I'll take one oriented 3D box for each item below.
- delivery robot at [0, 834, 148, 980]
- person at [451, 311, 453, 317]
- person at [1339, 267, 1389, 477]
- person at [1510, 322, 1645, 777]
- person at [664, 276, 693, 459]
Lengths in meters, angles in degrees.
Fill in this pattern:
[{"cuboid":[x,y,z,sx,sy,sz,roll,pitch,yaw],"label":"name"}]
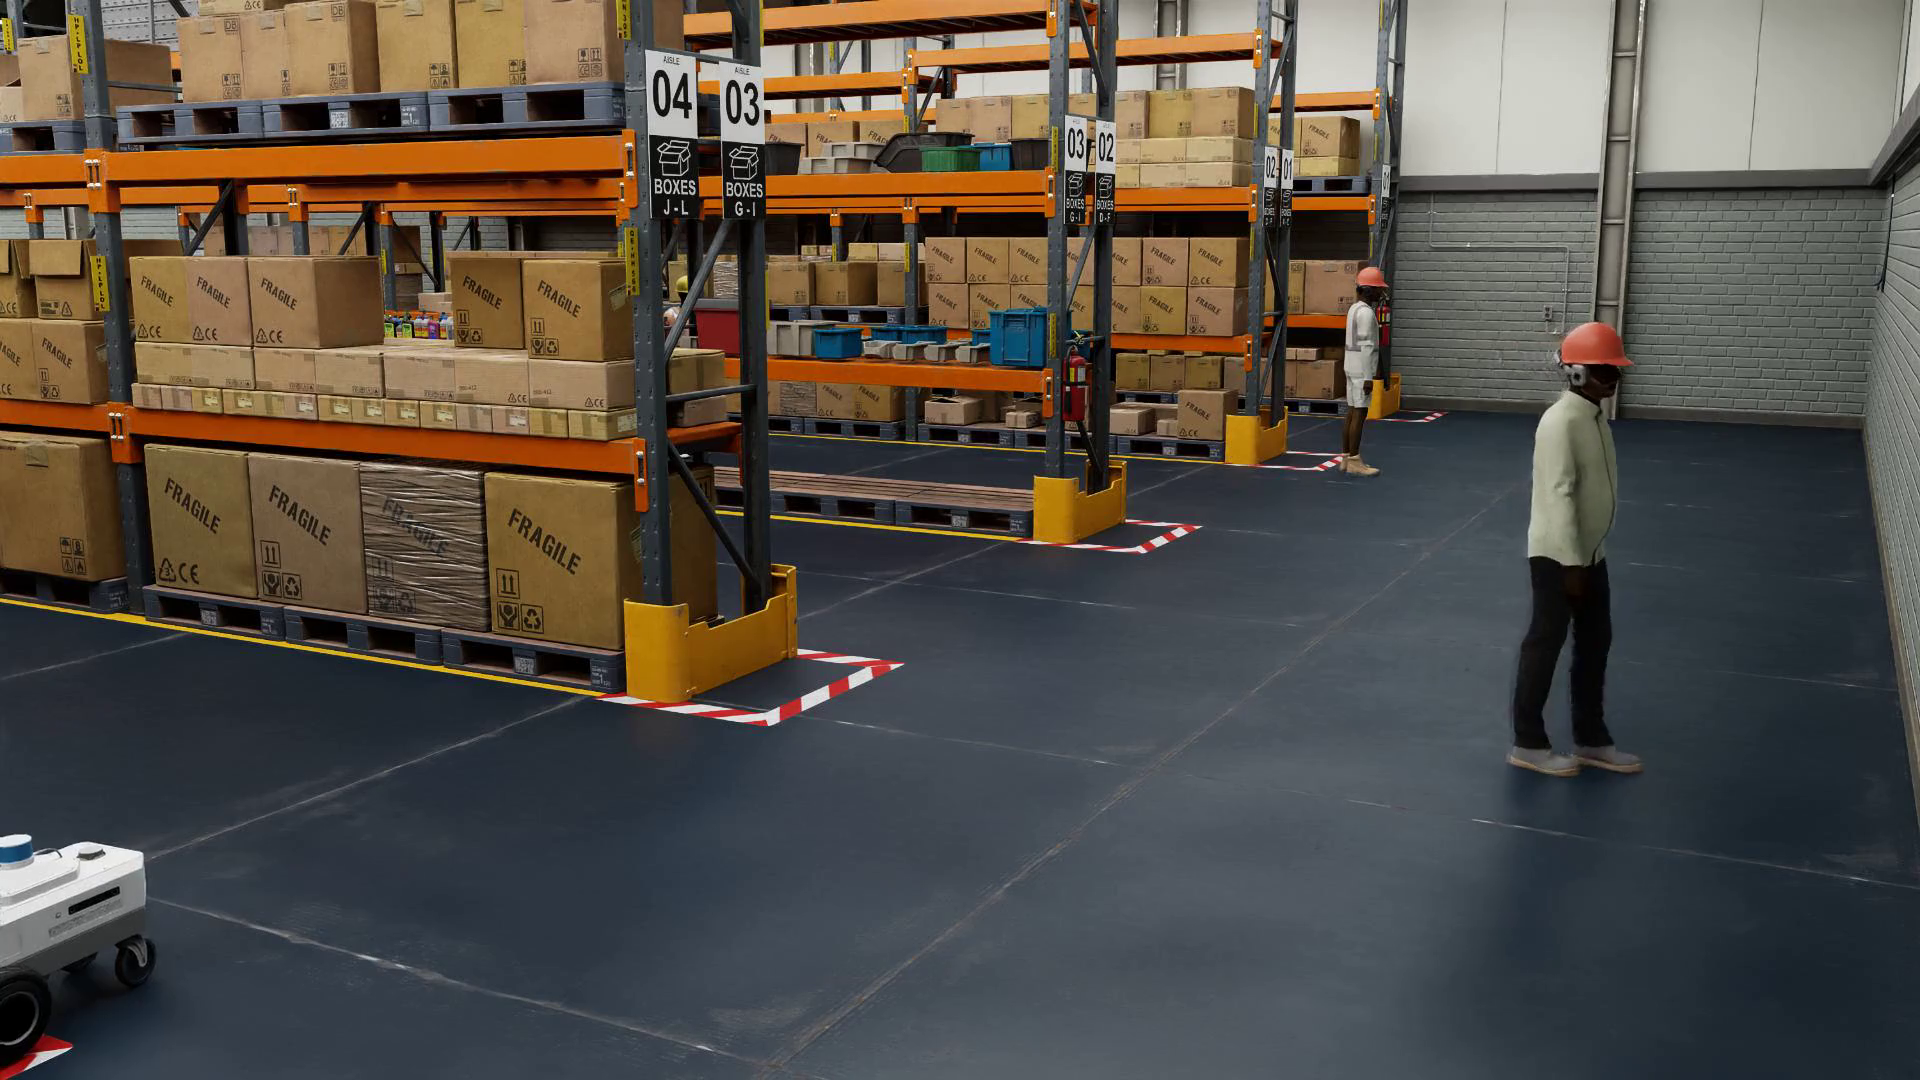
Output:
[{"cuboid":[-2.819,1.128,4.992,0.477,0.478,0.707,4,11,22],"label":"delivery robot"},{"cuboid":[-5.298,-1.926,18.143,0.376,1.933,0.545,9,14,41],"label":"person"},{"cuboid":[3.975,-1.649,16.329,0.391,2.040,0.615,0,10,1],"label":"person"},{"cuboid":[2.717,0.058,7.213,0.498,1.994,0.621,9,14,40],"label":"person"},{"cuboid":[-2.884,-1.829,17.627,0.388,1.926,0.590,7,12,33],"label":"person"}]
